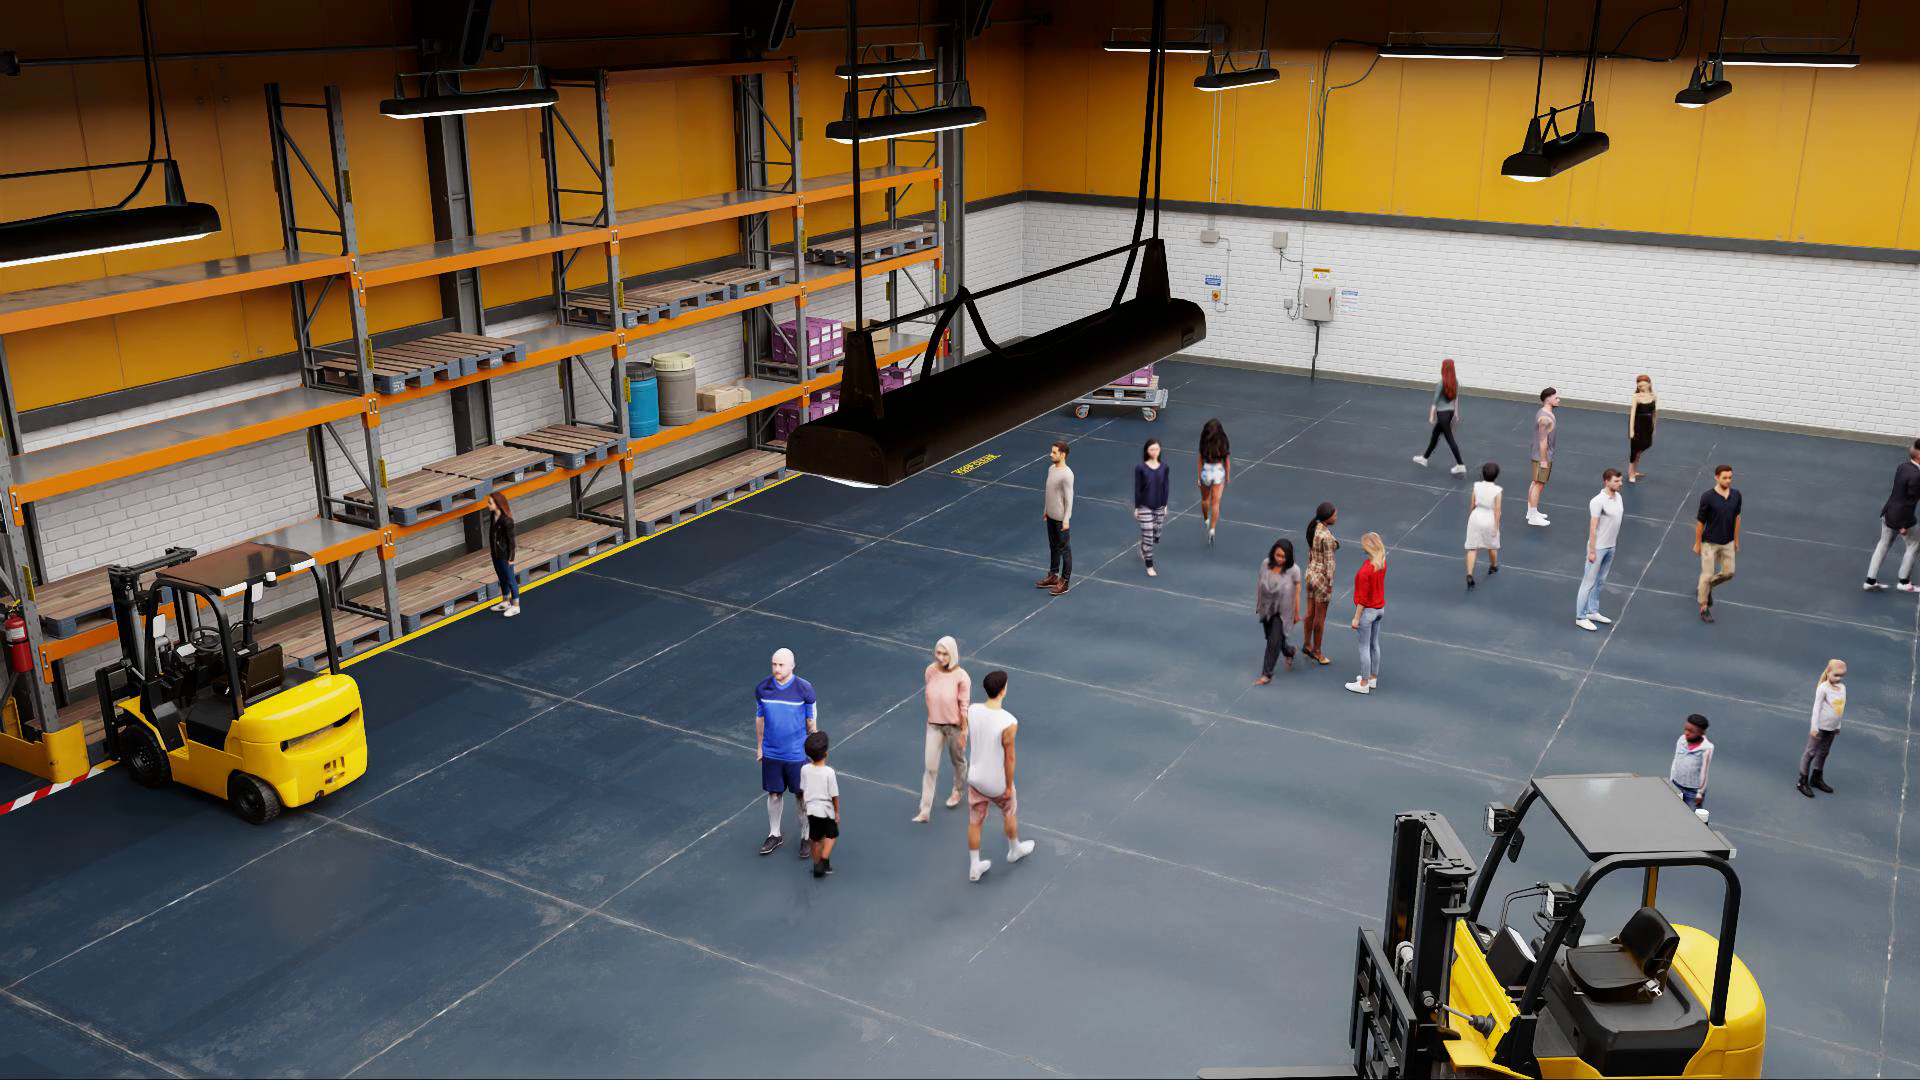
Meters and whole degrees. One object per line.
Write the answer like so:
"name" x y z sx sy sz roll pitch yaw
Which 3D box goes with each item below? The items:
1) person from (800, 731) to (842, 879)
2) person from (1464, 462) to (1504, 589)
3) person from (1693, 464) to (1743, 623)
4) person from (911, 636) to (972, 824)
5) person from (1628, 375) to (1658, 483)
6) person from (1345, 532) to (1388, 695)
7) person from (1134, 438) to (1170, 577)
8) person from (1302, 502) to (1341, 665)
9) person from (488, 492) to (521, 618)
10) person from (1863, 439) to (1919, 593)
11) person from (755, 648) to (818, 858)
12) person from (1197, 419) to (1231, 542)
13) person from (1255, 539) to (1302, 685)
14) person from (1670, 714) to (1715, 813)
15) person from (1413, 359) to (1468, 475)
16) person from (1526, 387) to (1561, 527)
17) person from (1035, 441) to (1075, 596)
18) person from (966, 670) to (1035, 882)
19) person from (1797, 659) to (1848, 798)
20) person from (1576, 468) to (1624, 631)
"person" -1.154 2.185 13.511 0.545 1.251 0.543 6 20 19
"person" 6.275 -0.149 20.025 0.643 1.516 1.009 14 23 35
"person" 8.639 0.002 19.063 0.871 1.845 0.944 0 19 -1
"person" -0.075 1.605 14.556 0.691 1.682 1.102 9 20 24
"person" 9.955 -1.632 24.311 0.821 1.592 0.887 -10 21 -28
"person" 4.204 0.744 17.079 0.718 1.705 0.518 16 24 40
"person" 2.339 -0.438 20.564 0.902 1.721 0.980 -3 19 -10
"person" 3.843 0.455 17.801 0.736 1.792 0.675 -5 19 -14
"person" -5.272 0.146 19.202 0.603 1.483 0.558 16 24 39
"person" 11.102 -0.289 19.803 1.009 1.923 0.981 -1 19 -3
"person" -1.443 1.755 13.864 0.739 1.841 0.689 3 19 10
"person" 3.292 -0.741 21.680 0.847 1.582 1.112 2 19 7
"person" 3.375 0.707 17.396 1.034 1.573 0.780 -17 25 -41
"person" 6.127 2.036 13.943 0.615 1.258 0.570 -10 21 -27
"person" 7.235 -1.786 24.609 1.198 1.695 0.988 -13 22 -33
"person" 7.729 -1.132 22.076 0.766 1.847 0.603 4 19 13
"person" 1.185 -0.287 19.883 0.744 1.868 0.741 -11 21 -29
"person" 0.191 1.940 13.442 0.681 1.760 0.930 11 22 30
"person" 7.791 1.668 15.002 0.568 1.278 0.636 -7 20 -20
"person" 7.257 0.074 18.840 0.622 1.850 0.776 -14 23 -36
